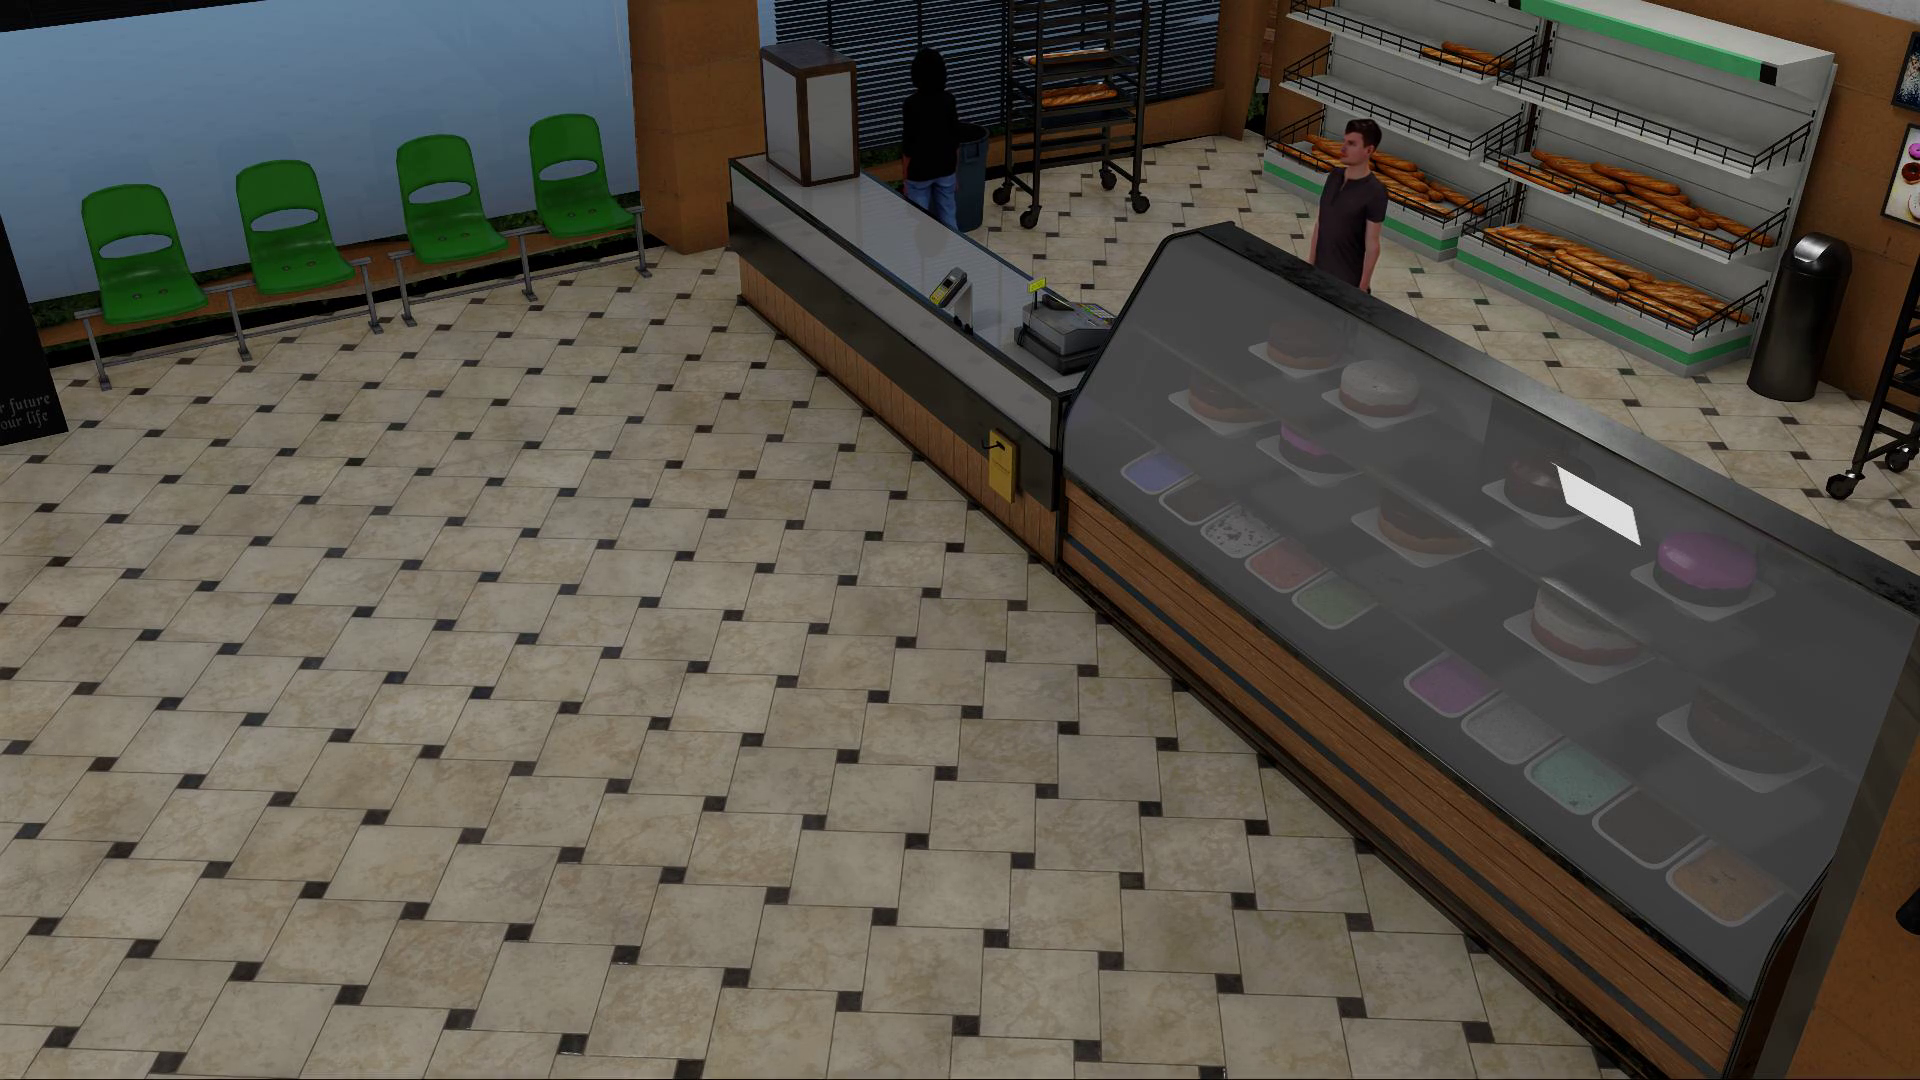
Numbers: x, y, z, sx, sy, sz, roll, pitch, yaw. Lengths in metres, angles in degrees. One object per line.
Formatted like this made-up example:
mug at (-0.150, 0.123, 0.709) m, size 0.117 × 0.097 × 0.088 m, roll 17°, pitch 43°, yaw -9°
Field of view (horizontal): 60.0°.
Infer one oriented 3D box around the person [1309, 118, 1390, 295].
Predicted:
person at (2.144, -1.458, 9.334) m, size 0.522 × 1.853 × 0.630 m, roll -17°, pitch 36°, yaw -25°

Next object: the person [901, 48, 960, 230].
person at (-0.194, -2.394, 10.982) m, size 0.532 × 1.701 × 0.671 m, roll -10°, pitch 33°, yaw -16°
